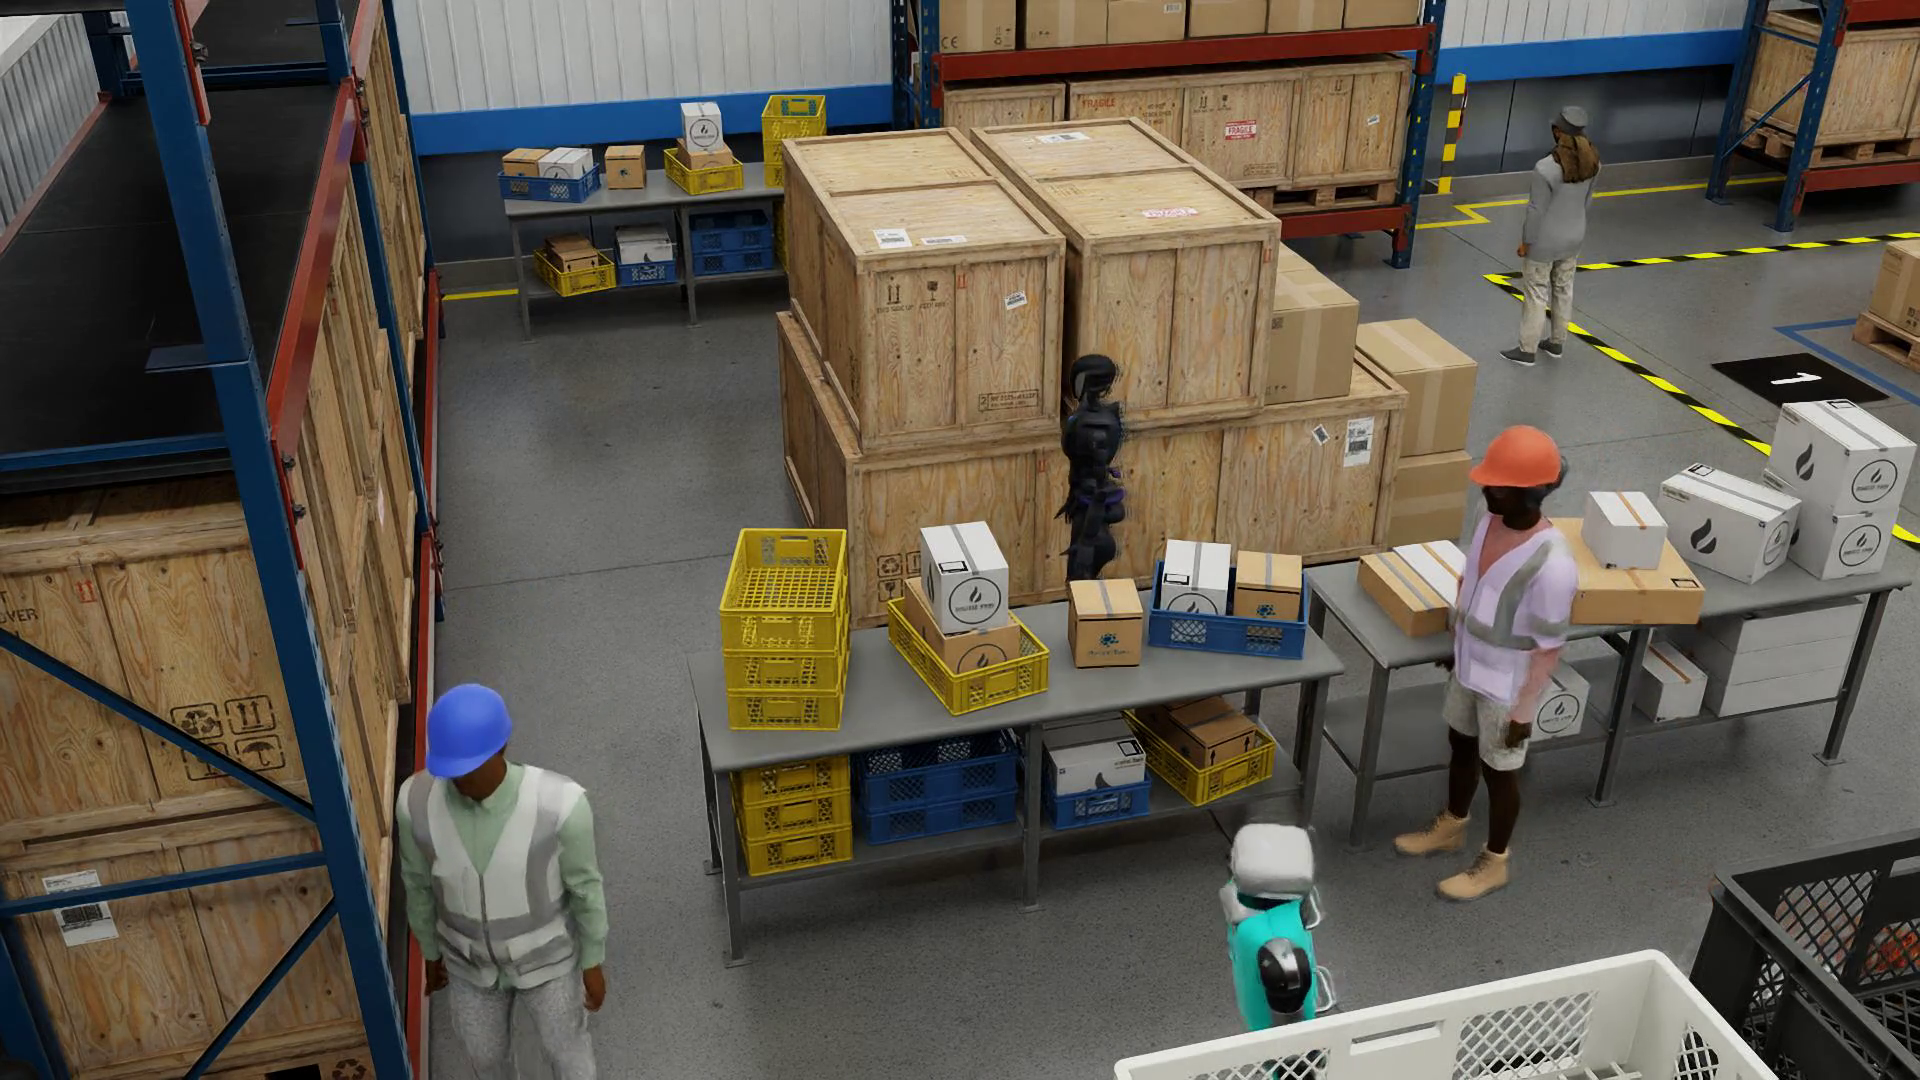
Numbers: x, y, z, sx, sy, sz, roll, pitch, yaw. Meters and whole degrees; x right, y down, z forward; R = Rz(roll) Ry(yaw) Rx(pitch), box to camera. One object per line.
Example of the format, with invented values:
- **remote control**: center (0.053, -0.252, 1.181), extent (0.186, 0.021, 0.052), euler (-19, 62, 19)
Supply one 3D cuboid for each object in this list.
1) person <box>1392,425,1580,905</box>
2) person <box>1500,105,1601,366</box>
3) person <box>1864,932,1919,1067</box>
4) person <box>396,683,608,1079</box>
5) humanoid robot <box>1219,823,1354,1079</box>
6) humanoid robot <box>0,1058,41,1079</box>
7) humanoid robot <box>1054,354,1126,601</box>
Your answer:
- **person**: center (2.020, 0.496, 6.381), extent (0.387, 2.040, 0.613), euler (-7, 30, -12)
- **person**: center (4.027, -2.056, 11.290), extent (0.572, 1.769, 0.399), euler (-15, 32, -25)
- **person**: center (2.248, 1.690, 4.421), extent (0.912, 1.845, 0.608), euler (21, 35, 33)
- **person**: center (-1.376, 1.255, 5.104), extent (0.609, 1.948, 0.394), euler (1, 29, 2)
- **humanoid robot**: center (1.093, 1.551, 4.791), extent (0.798, 1.766, 0.543), euler (-2, 29, -4)
- **humanoid robot**: center (-2.184, 1.924, 4.150), extent (0.599, 1.657, 0.315), euler (5, 29, 9)
- **humanoid robot**: center (0.674, -0.124, 7.880), extent (0.466, 1.638, 0.601), euler (-3, 29, -5)
